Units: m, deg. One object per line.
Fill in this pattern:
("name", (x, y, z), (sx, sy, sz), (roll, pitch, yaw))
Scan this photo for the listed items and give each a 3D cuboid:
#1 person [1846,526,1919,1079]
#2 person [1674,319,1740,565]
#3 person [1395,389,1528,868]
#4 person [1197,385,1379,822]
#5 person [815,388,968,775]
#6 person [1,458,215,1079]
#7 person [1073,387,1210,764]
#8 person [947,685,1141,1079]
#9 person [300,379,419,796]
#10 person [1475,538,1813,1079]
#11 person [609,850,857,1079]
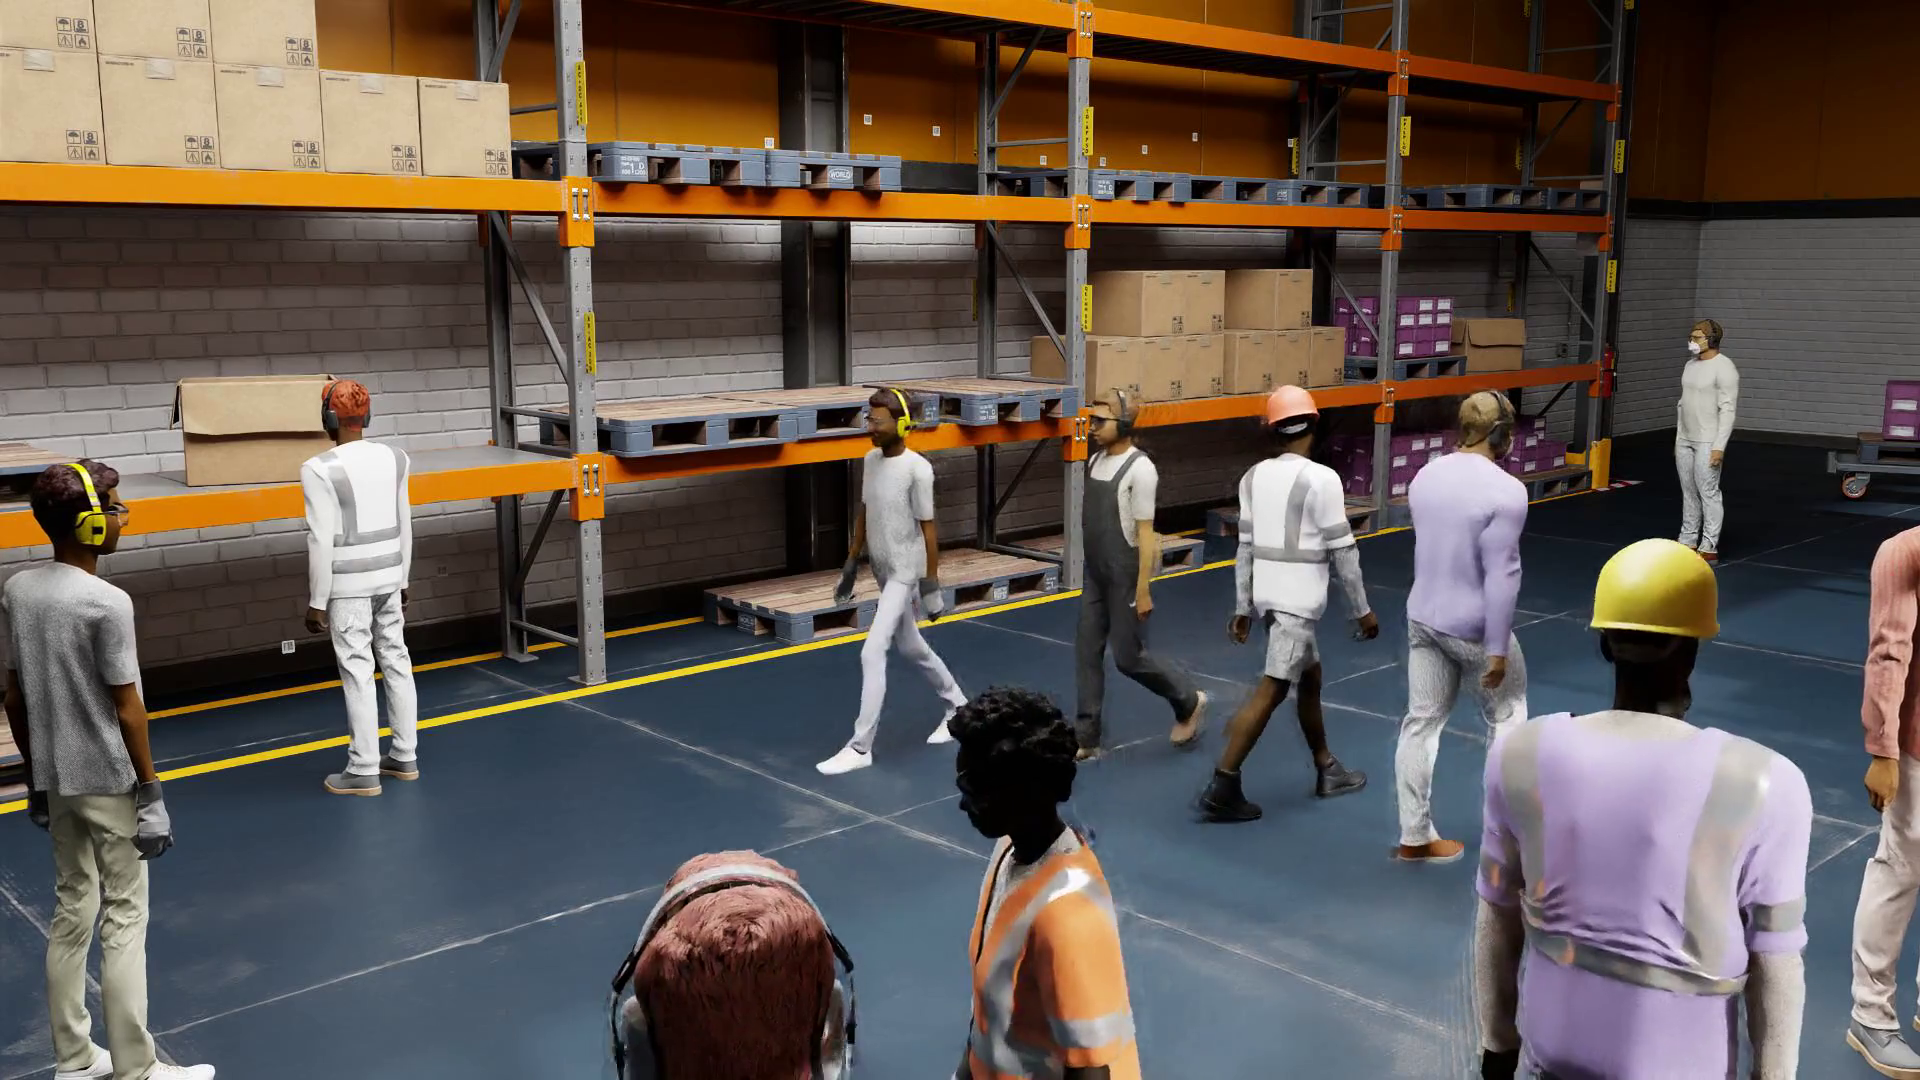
("person", (2.958, 0.603, 4.943), (0.622, 1.993, 0.384), (-3, 10, -16))
("person", (5.857, -0.771, 13.151), (0.365, 1.939, 0.636), (-1, 10, -8))
("person", (2.094, 0.353, 6.660), (0.830, 1.906, 0.630), (-5, 11, -28))
("person", (1.411, 0.273, 7.252), (0.972, 1.875, 0.572), (-5, 11, -25))
("person", (-0.279, 0.164, 8.032), (0.971, 1.827, 0.532), (-6, 11, -31))
("person", (-2.457, 0.701, 4.739), (0.538, 1.869, 0.313), (5, 11, 25))
("person", (0.811, 0.176, 7.962), (0.775, 1.825, 0.511), (-5, 11, -26))
("person", (0.073, 1.084, 3.076), (0.734, 1.660, 0.551), (-1, 10, -3))
("person", (-2.715, 0.218, 7.529), (0.360, 1.882, 0.575), (5, 11, 28))
("person", (1.238, 0.954, 3.123), (0.613, 1.910, 0.561), (8, 13, 41))
("person", (-0.232, 1.228, 1.733), (0.649, 1.843, 1.050), (-3, 10, -15))
